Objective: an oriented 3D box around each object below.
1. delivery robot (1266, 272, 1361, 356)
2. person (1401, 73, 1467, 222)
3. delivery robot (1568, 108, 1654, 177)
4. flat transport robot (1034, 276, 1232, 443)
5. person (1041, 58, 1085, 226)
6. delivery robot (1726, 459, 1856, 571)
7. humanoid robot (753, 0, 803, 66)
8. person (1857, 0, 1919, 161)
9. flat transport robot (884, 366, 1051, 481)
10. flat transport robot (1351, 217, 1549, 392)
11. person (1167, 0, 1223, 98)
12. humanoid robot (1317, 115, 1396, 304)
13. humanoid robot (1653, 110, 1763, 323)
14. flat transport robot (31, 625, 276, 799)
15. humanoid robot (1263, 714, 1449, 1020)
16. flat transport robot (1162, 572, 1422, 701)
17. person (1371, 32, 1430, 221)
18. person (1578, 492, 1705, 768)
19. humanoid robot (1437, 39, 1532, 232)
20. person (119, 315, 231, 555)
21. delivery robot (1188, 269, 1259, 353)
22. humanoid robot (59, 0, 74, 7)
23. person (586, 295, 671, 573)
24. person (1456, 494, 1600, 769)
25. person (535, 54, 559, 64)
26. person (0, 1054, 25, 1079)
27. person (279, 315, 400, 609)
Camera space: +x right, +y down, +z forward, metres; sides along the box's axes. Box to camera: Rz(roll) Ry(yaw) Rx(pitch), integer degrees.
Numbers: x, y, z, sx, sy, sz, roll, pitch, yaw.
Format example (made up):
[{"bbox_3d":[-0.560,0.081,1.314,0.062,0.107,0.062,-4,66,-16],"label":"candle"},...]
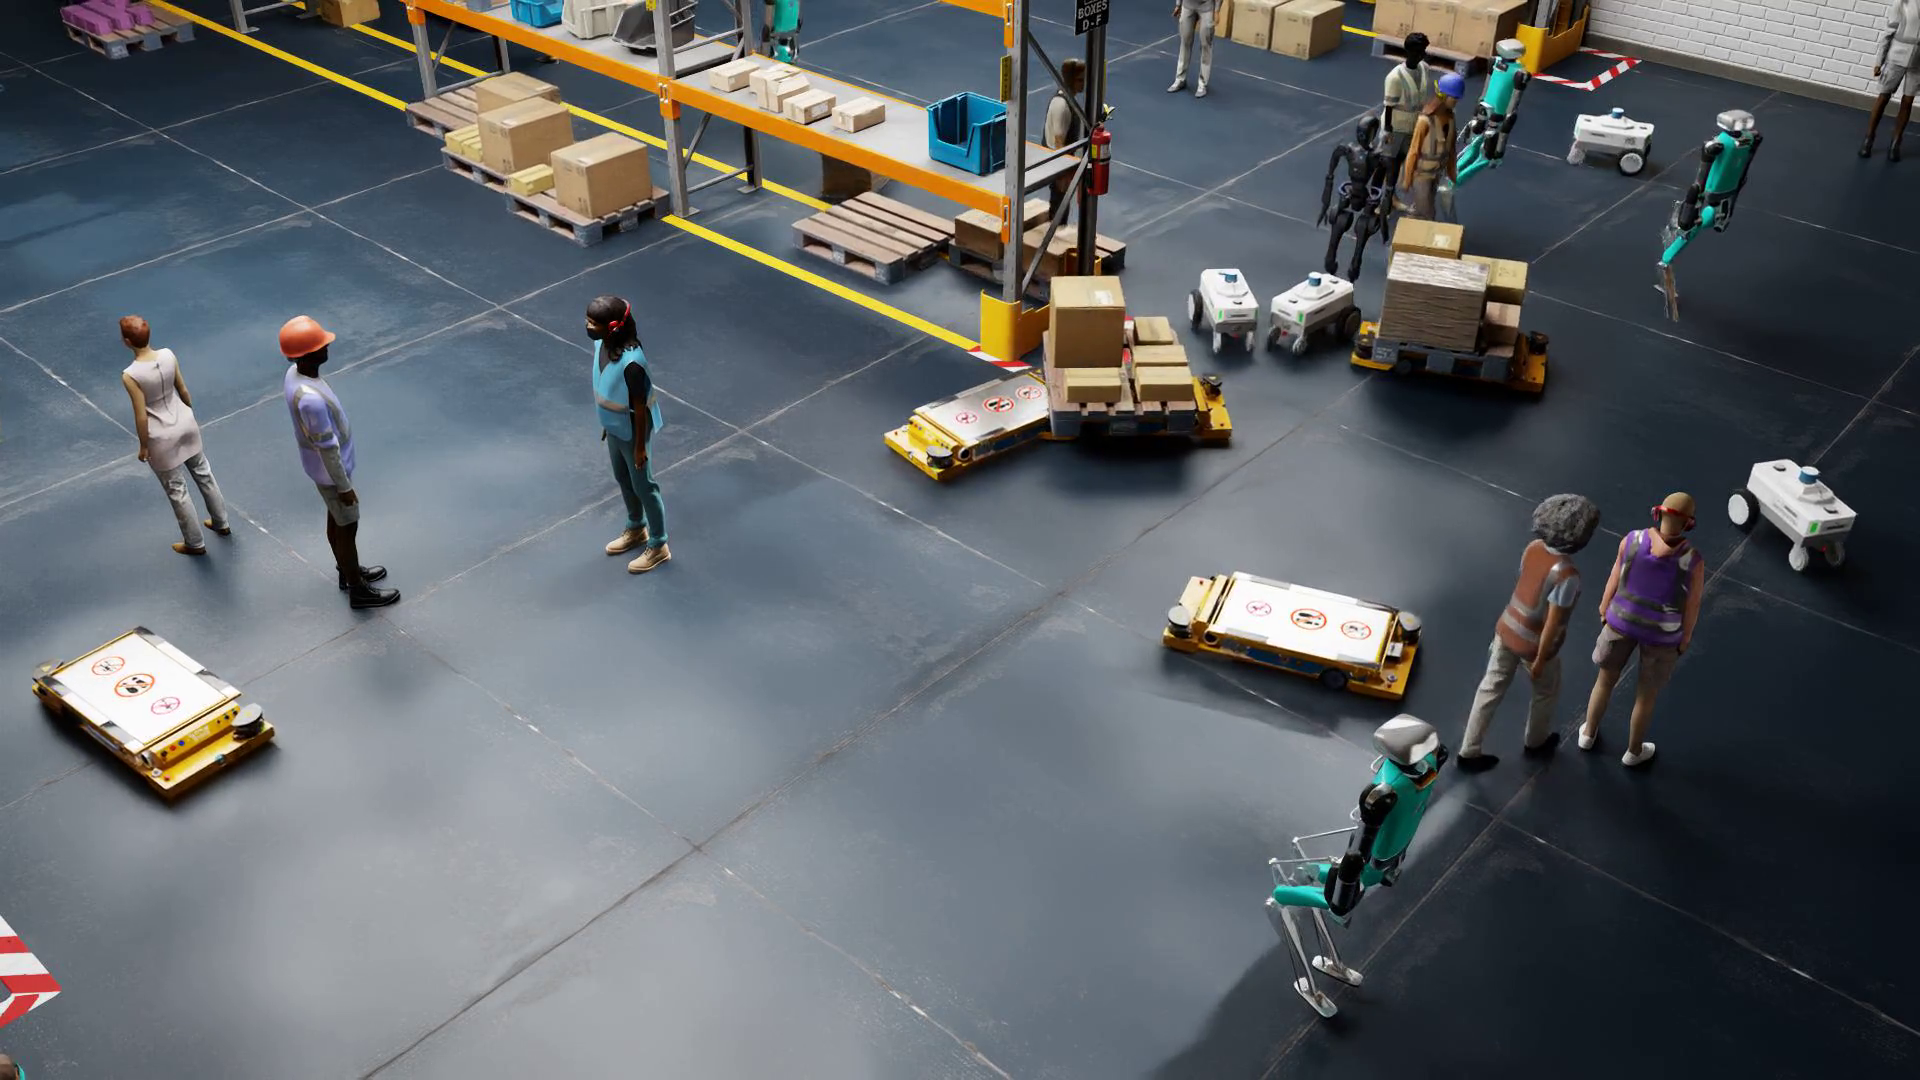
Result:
[{"bbox_3d":[2.791,-1.838,13.212,0.765,0.583,0.499,-27,43,-33],"label":"delivery robot"},{"bbox_3d":[3.915,-3.032,13.893,0.480,1.744,0.481,-29,44,-35],"label":"person"},{"bbox_3d":[6.372,-3.892,16.214,0.818,0.614,0.499,14,37,20],"label":"delivery robot"},{"bbox_3d":[1.242,-0.980,12.231,1.431,0.231,0.659,-1,35,-1],"label":"flat transport robot"},{"bbox_3d":[0.861,-3.136,13.982,0.390,1.838,0.599,11,36,15],"label":"person"},{"bbox_3d":[5.457,-0.214,10.881,0.499,0.610,0.788,-8,35,-11],"label":"delivery robot"},{"bbox_3d":[-1.946,-4.912,16.659,0.820,1.776,0.556,22,40,29],"label":"humanoid robot"},{"bbox_3d":[9.152,-4.623,16.053,0.548,1.927,0.389,13,37,18],"label":"person"},{"bbox_3d":[0.221,-0.858,12.053,1.431,0.231,0.659,-23,41,-30],"label":"flat transport robot"},{"bbox_3d":[3.816,-1.476,12.949,1.431,0.231,0.659,11,36,15],"label":"flat transport robot"},{"bbox_3d":[2.527,-5.651,17.565,0.531,1.897,0.393,19,39,25],"label":"person"},{"bbox_3d":[3.193,-2.652,13.424,0.609,1.642,0.378,17,38,22],"label":"humanoid robot"},{"bbox_3d":[5.870,-2.644,13.376,0.546,1.787,0.867,-14,37,-20],"label":"humanoid robot"},{"bbox_3d":[-4.608,0.937,9.453,1.431,0.231,0.659,24,41,30],"label":"flat transport robot"},{"bbox_3d":[1.674,1.376,7.407,0.735,1.677,0.533,29,44,35],"label":"humanoid robot"},{"bbox_3d":[2.003,0.548,10.016,1.431,0.231,0.659,13,37,18],"label":"flat transport robot"},{"bbox_3d":[3.967,-3.728,14.951,0.536,1.697,0.320,-26,42,-33],"label":"person"},{"bbox_3d":[3.635,0.484,8.857,0.481,1.691,0.347,24,41,30],"label":"person"},{"bbox_3d":[4.393,-3.418,14.472,0.877,1.780,0.572,-9,36,-13],"label":"humanoid robot"},{"bbox_3d":[-5.019,-0.667,10.548,0.270,1.659,0.459,14,37,19],"label":"person"},{"bbox_3d":[2.139,-1.877,13.266,0.499,0.581,0.774,-3,35,-4],"label":"delivery robot"},{"bbox_3d":[-10.863,-7.080,19.869,0.603,1.638,0.757,-13,37,-18],"label":"humanoid robot"},{"bbox_3d":[-2.077,-0.668,10.383,0.395,1.862,0.503,-25,42,-31],"label":"person"},{"bbox_3d":[3.063,0.509,8.851,0.758,1.630,0.451,-12,36,-17],"label":"person"},{"bbox_3d":[-4.668,-6.200,18.496,0.350,1.743,0.554,10,36,14],"label":"person"},{"bbox_3d":[-3.272,2.443,6.043,0.483,1.661,0.337,17,38,22],"label":"person"},{"bbox_3d":[-3.764,-0.460,10.006,0.344,1.942,0.548,-18,39,-24],"label":"person"}]
